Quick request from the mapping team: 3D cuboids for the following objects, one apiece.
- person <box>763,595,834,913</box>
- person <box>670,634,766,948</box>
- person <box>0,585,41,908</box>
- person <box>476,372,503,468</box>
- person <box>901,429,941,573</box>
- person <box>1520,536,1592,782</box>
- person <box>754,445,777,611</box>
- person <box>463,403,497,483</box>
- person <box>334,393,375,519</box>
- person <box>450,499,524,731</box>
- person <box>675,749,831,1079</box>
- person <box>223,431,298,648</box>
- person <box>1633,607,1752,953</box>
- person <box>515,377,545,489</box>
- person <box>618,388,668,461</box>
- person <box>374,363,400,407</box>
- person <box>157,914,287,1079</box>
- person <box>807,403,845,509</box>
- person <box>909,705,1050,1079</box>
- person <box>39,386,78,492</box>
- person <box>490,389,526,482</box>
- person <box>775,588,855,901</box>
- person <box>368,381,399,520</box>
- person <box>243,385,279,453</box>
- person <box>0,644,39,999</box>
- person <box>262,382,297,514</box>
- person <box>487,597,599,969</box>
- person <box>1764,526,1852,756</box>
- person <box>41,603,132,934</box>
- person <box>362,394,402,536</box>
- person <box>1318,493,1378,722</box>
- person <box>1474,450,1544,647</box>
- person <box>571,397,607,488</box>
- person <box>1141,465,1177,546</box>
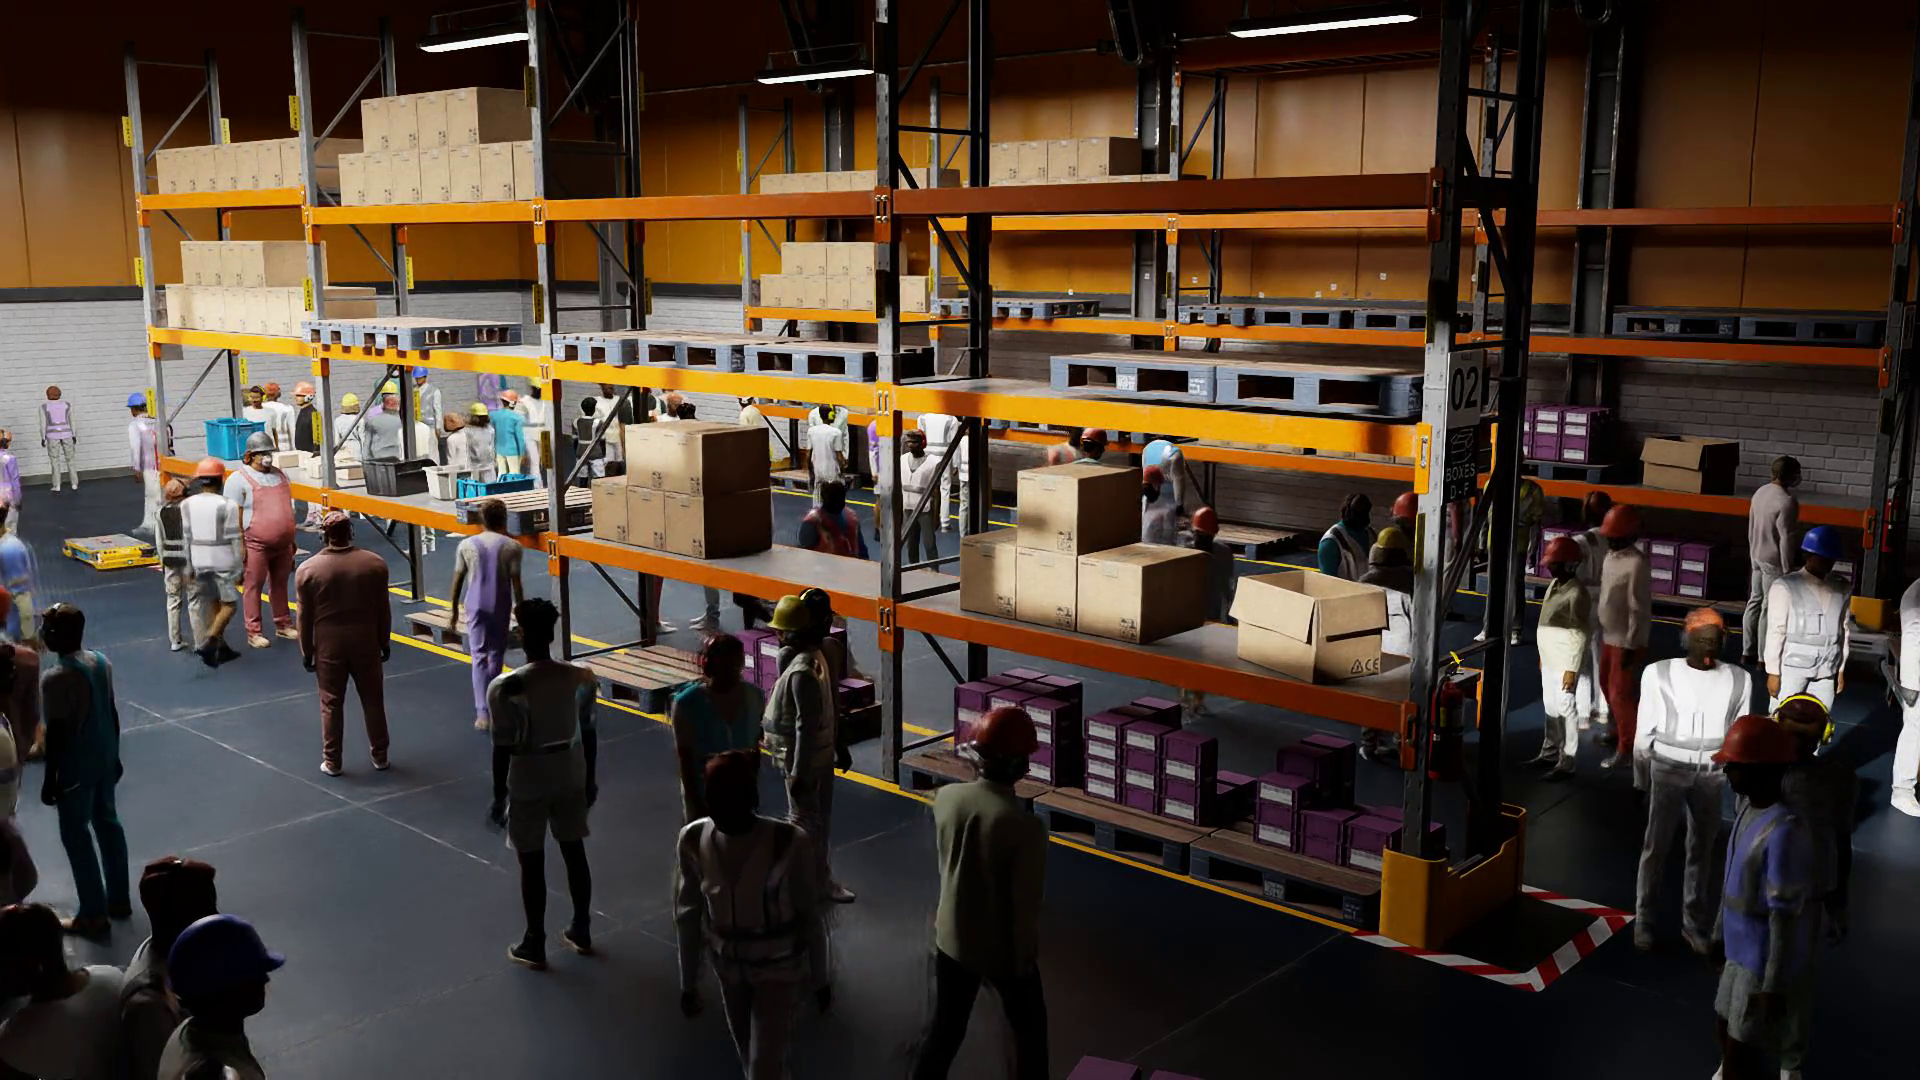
[{"bbox_3d":[-0.912,1.212,9.436,0.404,1.827,0.602,0,10,-2],"label":"person"},{"bbox_3d":[-1.254,1.358,8.735,0.552,1.790,0.958,-6,12,-32],"label":"person"},{"bbox_3d":[-5.408,1.211,9.193,0.649,1.920,0.868,-7,12,-34],"label":"person"},{"bbox_3d":[-8.008,-2.200,28.201,0.641,2.014,0.460,10,14,44],"label":"person"},{"bbox_3d":[-0.425,-0.298,17.970,0.561,1.836,0.392,7,12,34],"label":"person"},{"bbox_3d":[4.237,0.834,11.787,0.326,1.752,0.559,0,10,-2],"label":"person"},{"bbox_3d":[-2.068,-0.154,17.344,0.313,1.767,0.523,0,10,-2],"label":"person"},{"bbox_3d":[-6.441,-0.991,22.251,0.828,1.712,0.488,10,14,44],"label":"person"},{"bbox_3d":[-8.421,-1.164,23.110,0.487,1.746,0.289,2,10,12],"label":"person"},{"bbox_3d":[-3.741,0.579,13.177,0.604,1.783,0.946,-2,10,-9],"label":"person"},{"bbox_3d":[-0.833,1.715,6.516,0.584,1.851,0.686,4,11,22],"label":"person"},{"bbox_3d":[-6.557,-0.017,15.785,0.537,2.000,0.682,5,11,28],"label":"person"},{"bbox_3d":[3.901,1.280,8.901,0.584,1.882,0.349,1,10,5],"label":"person"},{"bbox_3d":[-6.393,-1.553,24.960,0.589,1.881,0.921,-7,12,-36],"label":"person"},{"bbox_3d":[-4.329,-1.323,23.170,0.699,2.000,0.761,-7,12,-34],"label":"person"},{"bbox_3d":[-9.296,-2.020,27.402,0.631,1.939,0.372,-7,12,-33],"label":"person"},{"bbox_3d":[-2.040,1.991,4.689,0.387,1.950,0.607,-6,12,-32],"label":"person"},{"bbox_3d":[-1.655,-0.786,20.631,0.528,1.865,0.313,5,11,27],"label":"person"},{"bbox_3d":[0.074,1.634,6.732,0.608,1.954,0.974,8,13,38],"label":"person"},{"bbox_3d":[-13.894,-1.560,25.648,0.512,1.639,0.311,-8,13,-40],"label":"person"},{"bbox_3d":[-6.437,-1.283,23.806,0.573,1.738,0.352,5,11,26],"label":"person"},{"bbox_3d":[-0.819,1.187,9.461,0.329,1.872,0.510,8,13,37],"label":"person"},{"bbox_3d":[-7.864,-1.230,22.995,0.586,1.920,0.398,2,10,8],"label":"person"},{"bbox_3d":[-9.675,-1.206,23.014,0.520,1.864,0.333,-5,11,-26],"label":"person"},{"bbox_3d":[-4.845,1.414,8.284,0.428,1.829,0.574,-5,11,-25],"label":"person"},{"bbox_3d":[-9.638,-1.280,23.417,0.568,1.876,0.348,-3,10,-16],"label":"person"},{"bbox_3d":[-2.182,1.266,8.747,0.611,1.962,0.363,-8,13,-38],"label":"person"},{"bbox_3d":[5.673,0.856,11.147,0.610,1.939,0.417,-2,10,-11],"label":"person"},{"bbox_3d":[-4.848,1.251,9.209,0.357,1.837,0.521,1,10,6],"label":"person"},{"bbox_3d":[-7.360,-0.947,21.532,0.692,1.870,0.633,-7,12,-35],"label":"person"},{"bbox_3d":[3.119,0.532,13.292,0.618,1.836,0.432,-8,13,-38],"label":"person"},{"bbox_3d":[5.197,0.043,15.766,0.586,1.928,0.369,8,13,38],"label":"person"},{"bbox_3d":[-5.140,-1.145,23.149,0.533,1.693,0.319,3,11,18],"label":"person"},{"bbox_3d":[1.889,0.132,15.833,0.619,1.725,0.562,-5,11,-25],"label":"person"}]
